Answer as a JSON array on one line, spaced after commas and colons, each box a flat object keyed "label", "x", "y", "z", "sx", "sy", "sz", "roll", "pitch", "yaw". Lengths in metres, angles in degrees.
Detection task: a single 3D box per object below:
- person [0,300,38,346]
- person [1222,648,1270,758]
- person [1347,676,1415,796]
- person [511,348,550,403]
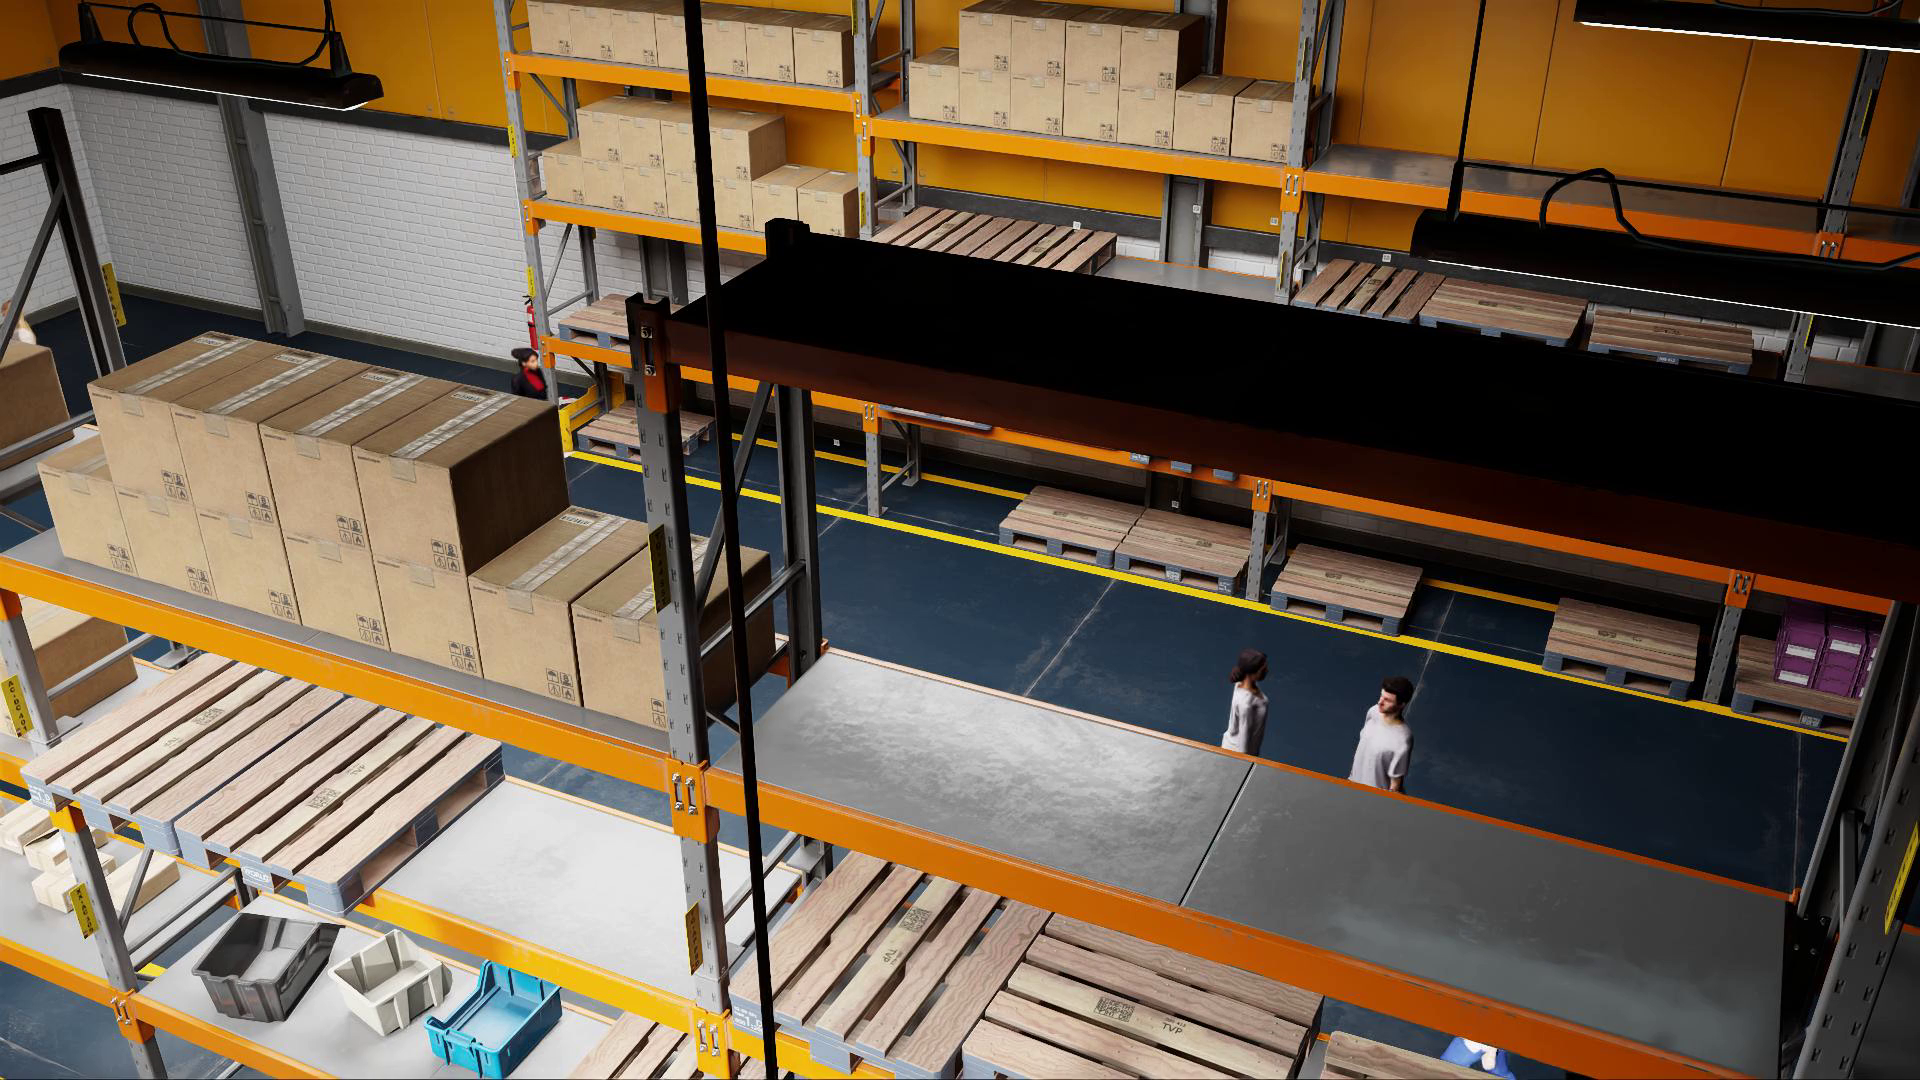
[{"label": "person", "x": -9.907, "y": -1.752, "z": 17.920, "sx": 0.915, "sy": 1.824, "sz": 0.777, "roll": -11, "pitch": 30, "yaw": -19}, {"label": "person", "x": 1.998, "y": 1.532, "z": 11.957, "sx": 0.592, "sy": 1.770, "sz": 0.628, "roll": 6, "pitch": 29, "yaw": 11}, {"label": "person", "x": 2.949, "y": 1.721, "z": 11.508, "sx": 1.174, "sy": 1.867, "sz": 1.040, "roll": -5, "pitch": 29, "yaw": -10}, {"label": "person", "x": -4.463, "y": -1.229, "z": 17.166, "sx": 0.570, "sy": 1.629, "sz": 0.574, "roll": 11, "pitch": 31, "yaw": 20}]
